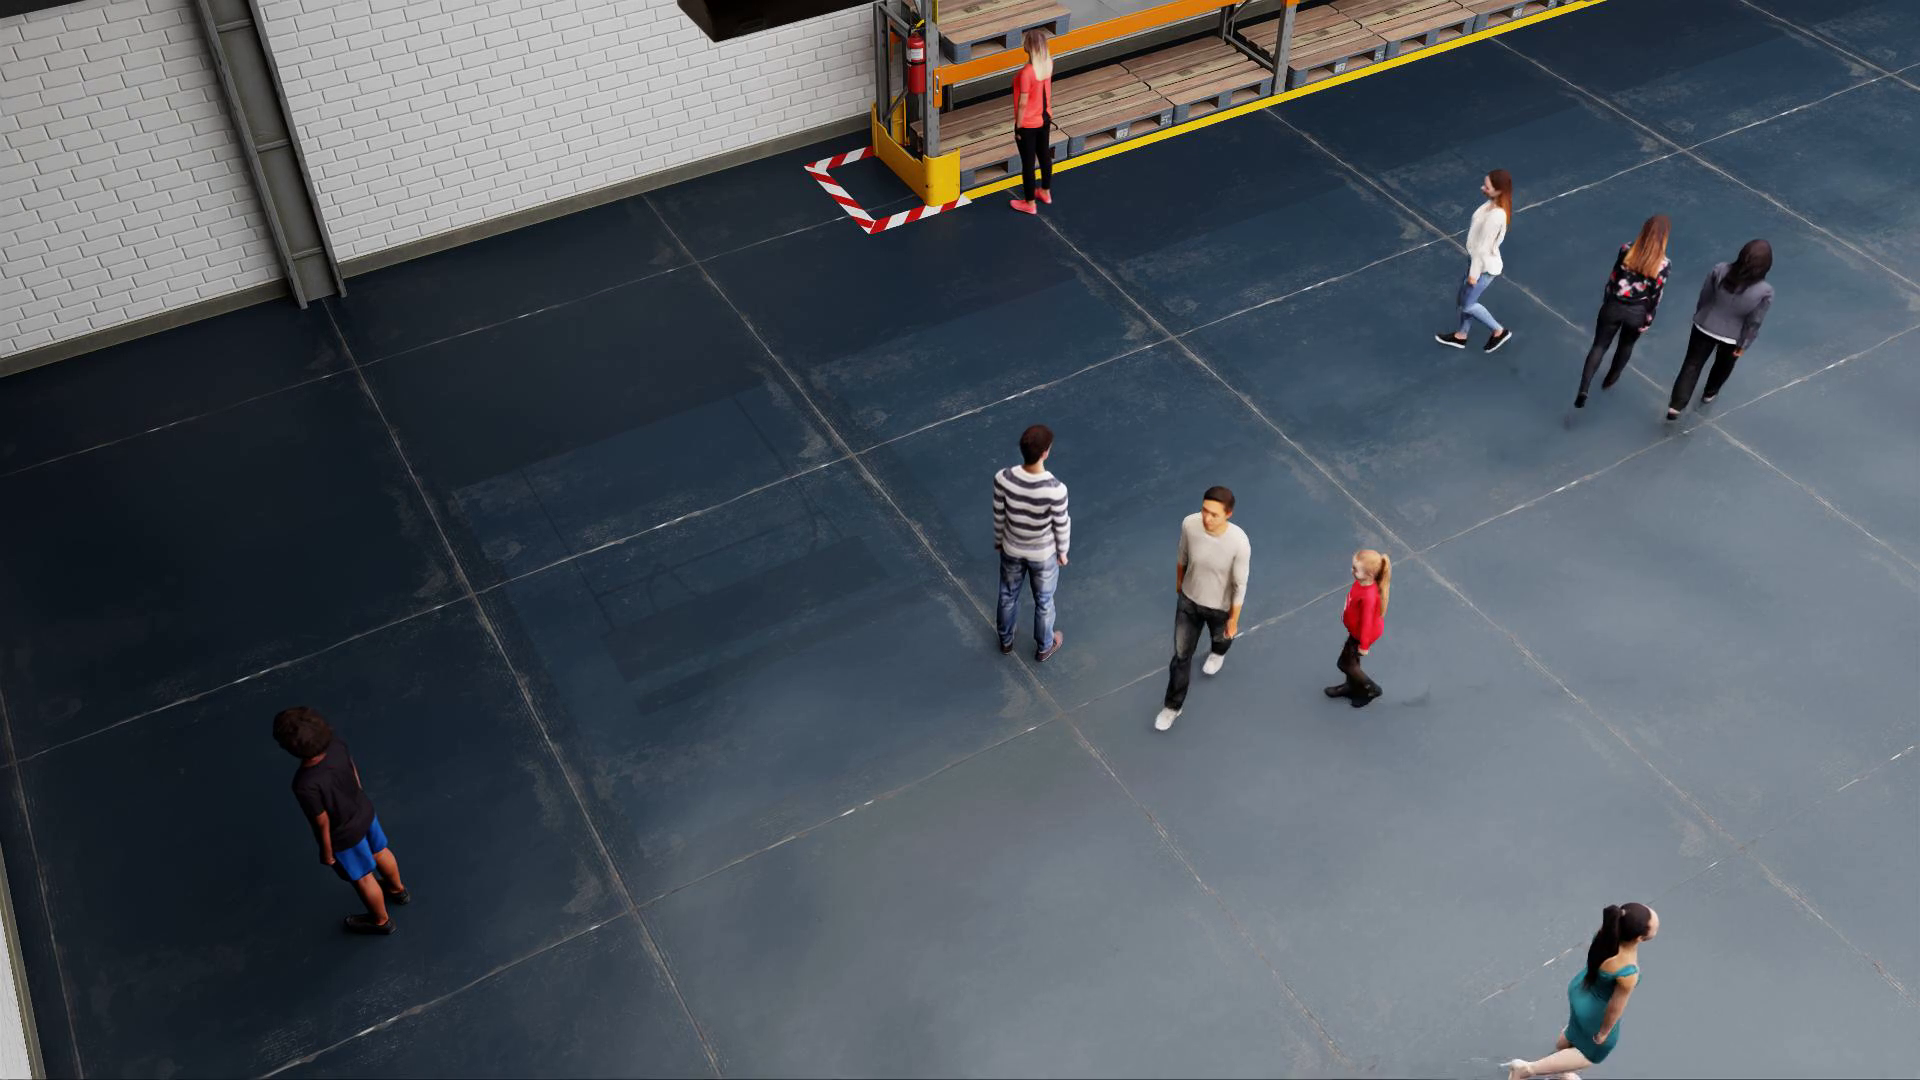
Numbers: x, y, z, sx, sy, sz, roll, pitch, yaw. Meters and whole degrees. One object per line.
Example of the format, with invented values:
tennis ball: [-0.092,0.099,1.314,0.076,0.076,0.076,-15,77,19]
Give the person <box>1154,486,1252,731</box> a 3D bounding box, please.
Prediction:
person: [1.616,0.313,10.454,1.035,1.773,1.258,23,48,22]

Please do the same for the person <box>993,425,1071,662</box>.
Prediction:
person: [0.442,0.038,10.690,0.725,1.846,0.763,14,45,14]

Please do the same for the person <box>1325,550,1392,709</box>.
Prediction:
person: [2.602,0.569,10.550,0.705,1.270,0.645,3,44,3]

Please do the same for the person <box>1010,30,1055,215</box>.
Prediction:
person: [0.668,-3.708,14.733,0.718,1.692,0.595,28,50,26]

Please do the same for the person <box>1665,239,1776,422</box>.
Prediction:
person: [5.727,-1.563,12.565,0.927,1.578,1.126,25,49,24]

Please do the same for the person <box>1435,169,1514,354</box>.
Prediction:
person: [4.189,-2.146,13.102,0.937,1.681,0.884,14,45,15]

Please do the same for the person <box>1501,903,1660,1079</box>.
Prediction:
person: [3.124,2.345,8.391,0.828,1.676,0.735,-1,44,-1]

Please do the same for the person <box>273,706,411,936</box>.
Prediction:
person: [-3.381,1.548,9.143,0.744,1.794,0.695,8,44,9]

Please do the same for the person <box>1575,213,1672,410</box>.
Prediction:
person: [5.040,-1.717,12.665,0.846,1.663,1.078,26,50,25]
